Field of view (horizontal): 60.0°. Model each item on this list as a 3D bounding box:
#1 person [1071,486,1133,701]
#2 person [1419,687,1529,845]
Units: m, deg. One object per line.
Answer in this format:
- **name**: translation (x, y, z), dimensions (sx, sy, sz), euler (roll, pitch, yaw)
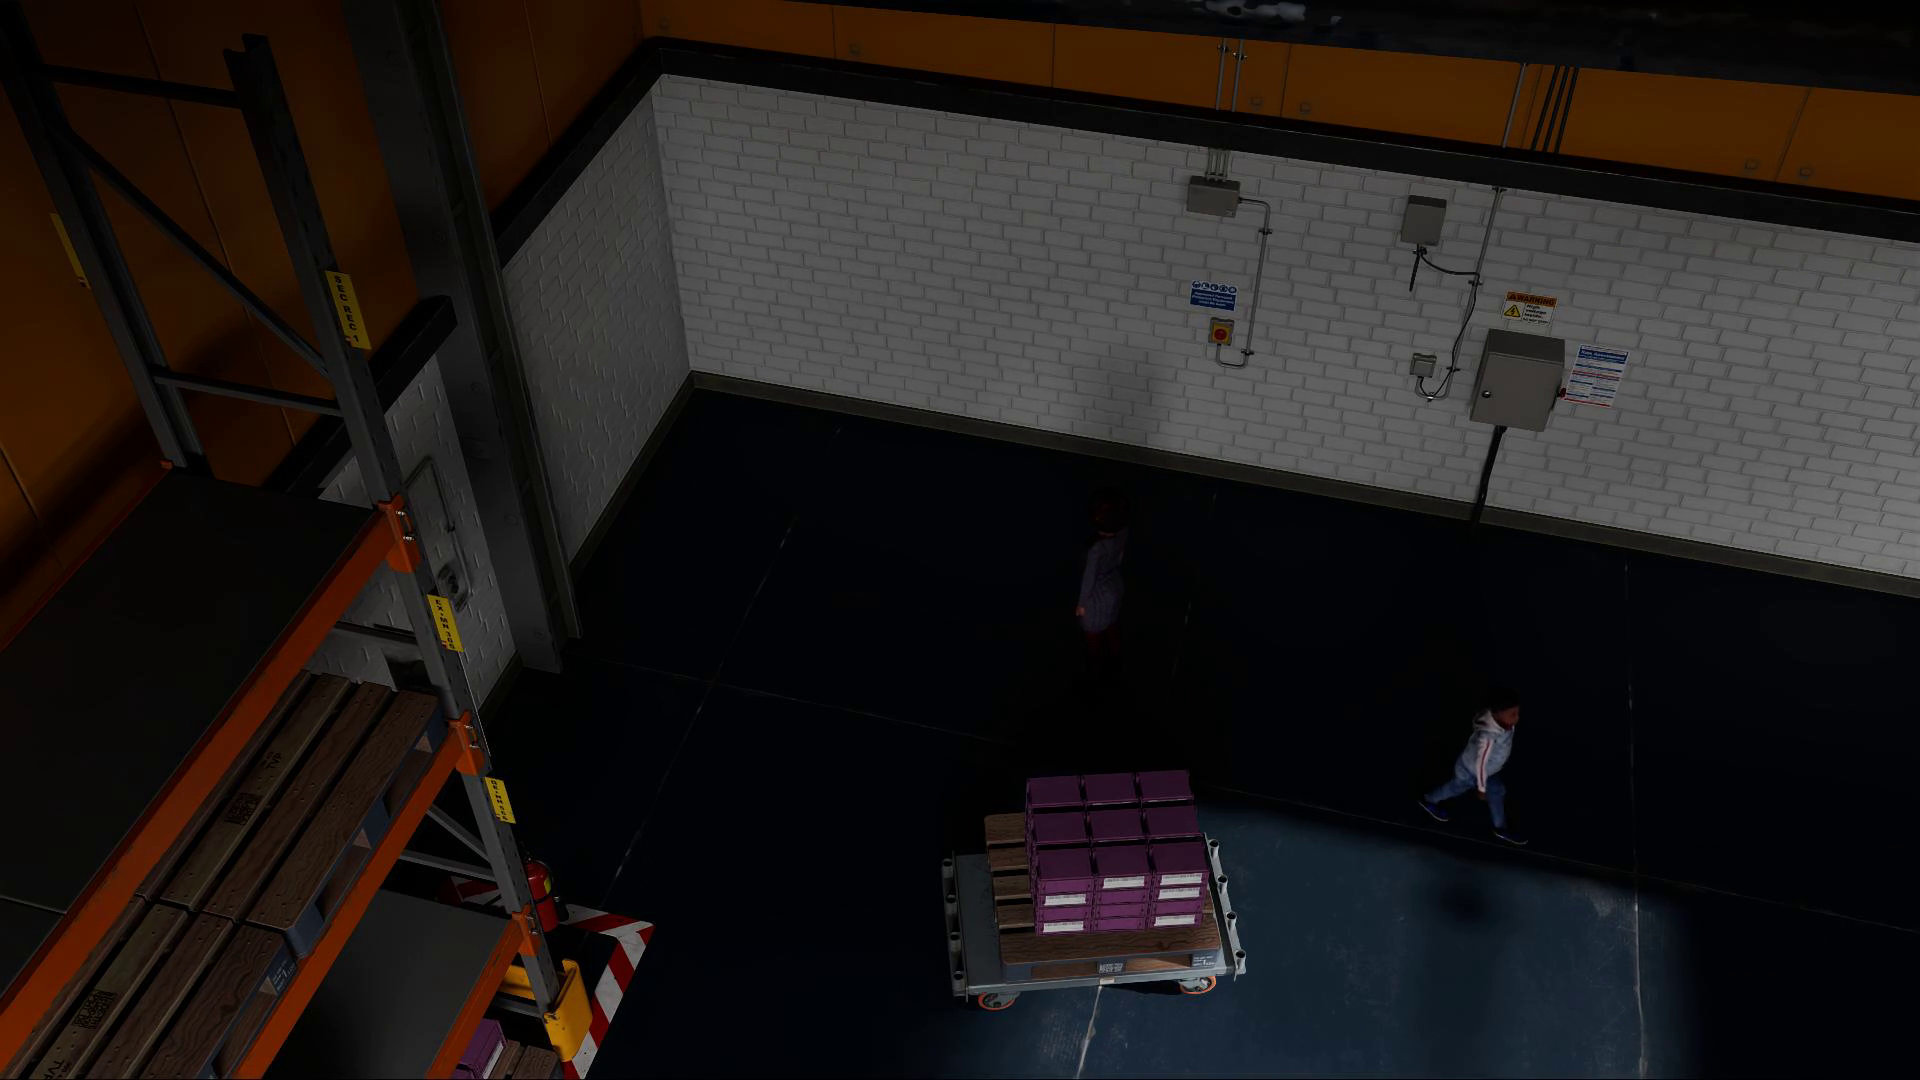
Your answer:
- **person**: translation (0.920, 0.351, 10.663), dimensions (0.694, 1.707, 0.563), euler (27, 50, 25)
- **person**: translation (3.081, 1.314, 10.002), dimensions (0.791, 1.224, 0.896), euler (30, 51, 27)
